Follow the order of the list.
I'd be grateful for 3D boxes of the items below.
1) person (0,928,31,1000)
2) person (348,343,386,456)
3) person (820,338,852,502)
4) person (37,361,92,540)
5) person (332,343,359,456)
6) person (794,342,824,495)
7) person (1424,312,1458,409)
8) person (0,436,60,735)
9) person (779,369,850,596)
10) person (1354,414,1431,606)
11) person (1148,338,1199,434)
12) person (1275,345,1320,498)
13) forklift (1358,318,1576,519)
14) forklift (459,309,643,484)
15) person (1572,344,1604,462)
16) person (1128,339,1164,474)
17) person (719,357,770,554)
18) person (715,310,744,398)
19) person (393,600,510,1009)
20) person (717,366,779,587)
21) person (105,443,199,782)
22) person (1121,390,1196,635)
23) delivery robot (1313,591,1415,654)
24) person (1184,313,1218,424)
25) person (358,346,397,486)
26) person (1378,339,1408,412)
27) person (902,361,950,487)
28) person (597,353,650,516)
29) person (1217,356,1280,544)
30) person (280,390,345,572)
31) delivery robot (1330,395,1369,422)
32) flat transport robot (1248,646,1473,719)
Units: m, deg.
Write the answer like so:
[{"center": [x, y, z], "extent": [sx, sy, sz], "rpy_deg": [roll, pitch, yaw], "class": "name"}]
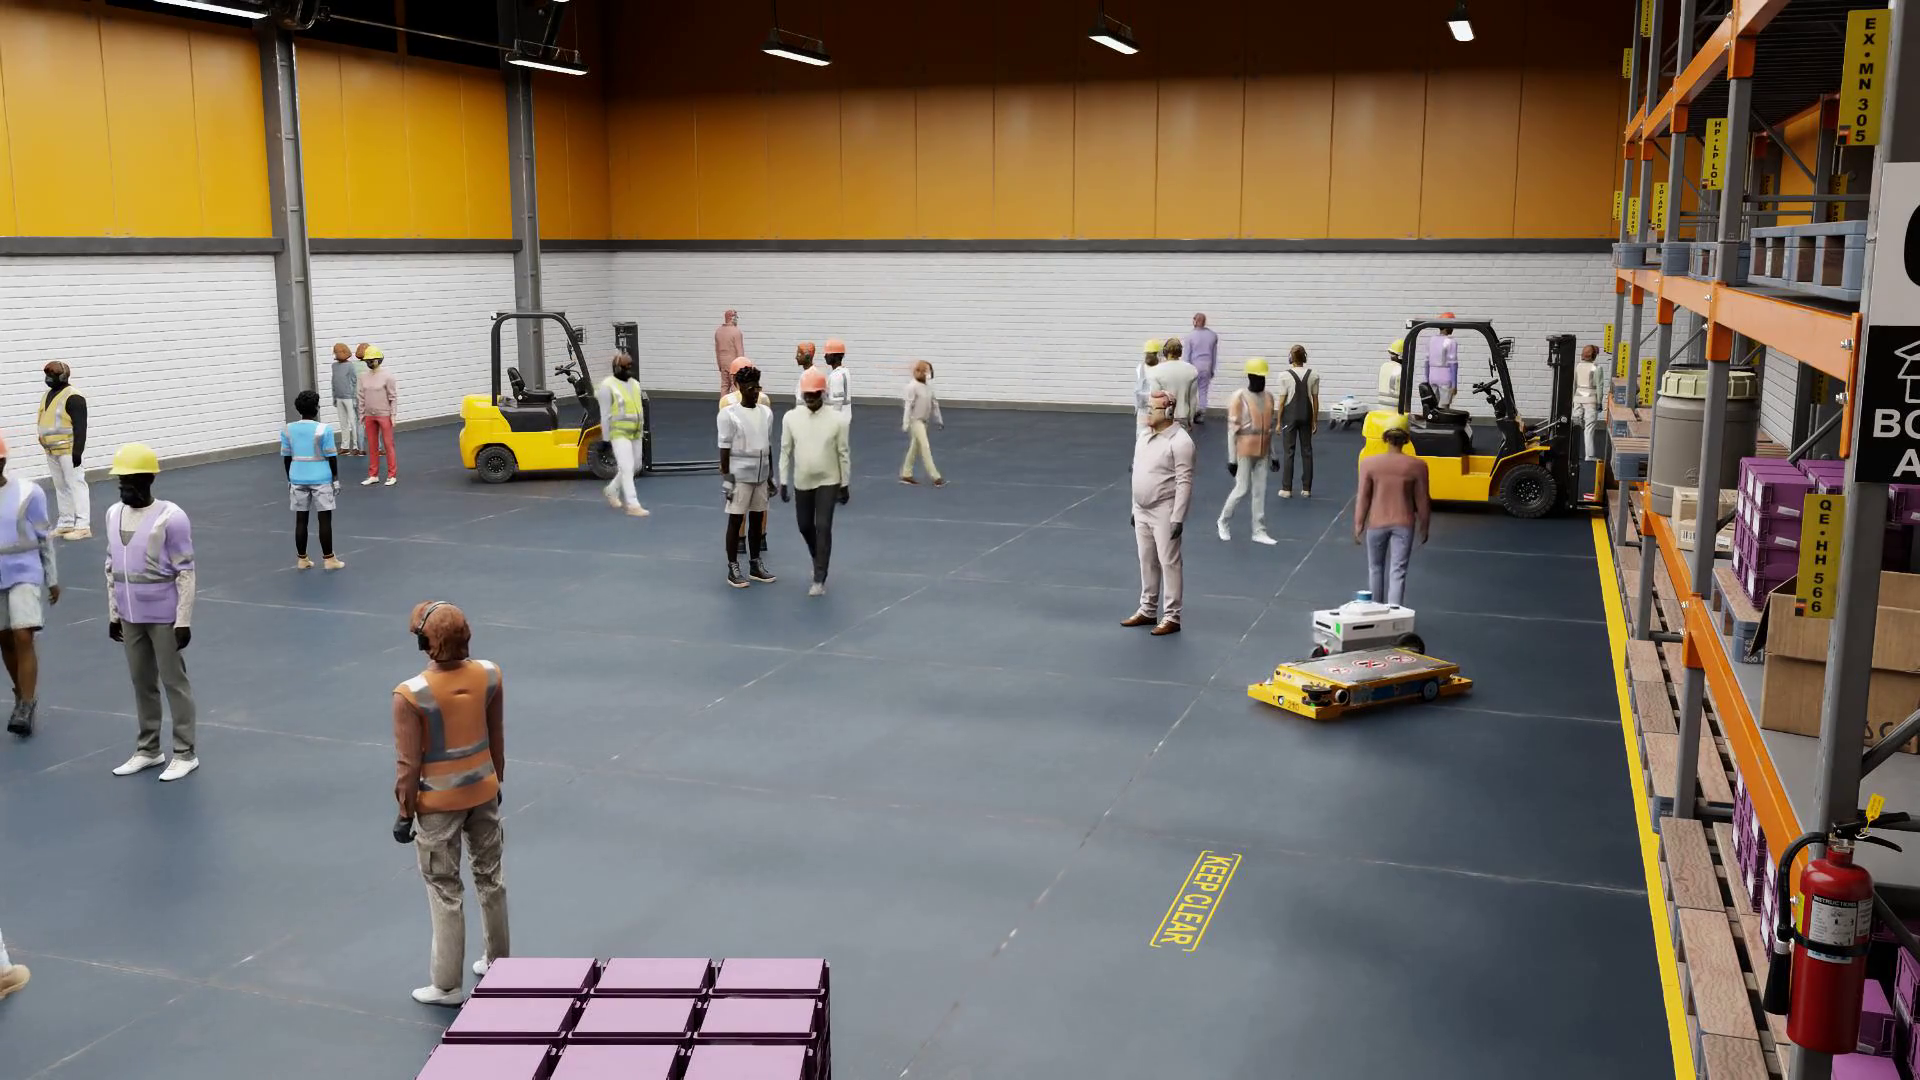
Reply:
[{"center": [-4.122, 0.959, 6.605], "extent": [0.652, 1.834, 0.428], "rpy_deg": [2, 10, 10], "class": "person"}, {"center": [-8.526, -2.016, 23.921], "extent": [0.507, 1.633, 0.277], "rpy_deg": [0, 10, 3], "class": "person"}, {"center": [-1.468, -1.413, 19.675], "extent": [0.361, 1.936, 0.545], "rpy_deg": [0, 10, 3], "class": "person"}, {"center": [-9.269, -0.925, 17.186], "extent": [0.628, 1.846, 0.429], "rpy_deg": [6, 12, 32], "class": "person"}, {"center": [-8.852, -2.020, 23.947], "extent": [0.501, 1.631, 0.287], "rpy_deg": [6, 12, 30], "class": "person"}, {"center": [-1.788, -1.410, 19.802], "extent": [0.337, 1.882, 0.585], "rpy_deg": [-3, 11, -17], "class": "person"}, {"center": [7.195, -2.372, 24.773], "extent": [0.391, 2.040, 0.615], "rpy_deg": [-5, 11, -28], "class": "person"}, {"center": [-5.962, 0.265, 10.330], "extent": [0.554, 1.891, 0.927], "rpy_deg": [-2, 10, -14], "class": "person"}, {"center": [-1.267, -0.542, 14.703], "extent": [0.627, 1.968, 0.891], "rpy_deg": [1, 10, 7], "class": "person"}, {"center": [3.378, -0.119, 12.973], "extent": [0.557, 1.721, 0.894], "rpy_deg": [3, 11, 17], "class": "person"}, {"center": [2.511, -1.426, 19.738], "extent": [0.632, 1.940, 0.372], "rpy_deg": [-4, 11, -20], "class": "person"}, {"center": [4.047, -1.418, 19.974], "extent": [0.504, 1.840, 0.345], "rpy_deg": [-1, 10, -4], "class": "person"}, {"center": [5.787, -1.437, 19.079], "extent": [2.313, 2.155, 1.214], "rpy_deg": [3, 11, 19], "class": "forklift"}, {"center": [-5.354, -1.902, 21.697], "extent": [2.313, 2.155, 1.214], "rpy_deg": [-2, 10, -13], "class": "forklift"}, {"center": [8.797, -1.918, 23.343], "extent": [0.312, 1.642, 0.512], "rpy_deg": [-6, 12, -30], "class": "person"}, {"center": [2.549, -1.767, 22.101], "extent": [0.612, 1.783, 0.919], "rpy_deg": [6, 12, 31], "class": "person"}, {"center": [-2.136, -0.836, 16.417], "extent": [0.552, 1.935, 0.370], "rpy_deg": [-7, 12, -36], "class": "person"}, {"center": [-3.976, -3.064, 29.057], "extent": [0.652, 1.905, 0.409], "rpy_deg": [9, 13, 40], "class": "person"}, {"center": [-2.025, 1.048, 6.644], "extent": [0.310, 1.642, 0.514], "rpy_deg": [7, 12, 35], "class": "person"}, {"center": [-1.887, -0.573, 14.856], "extent": [0.368, 1.967, 0.600], "rpy_deg": [9, 14, 43], "class": "person"}, {"center": [-4.608, 0.405, 9.447], "extent": [0.592, 1.930, 0.356], "rpy_deg": [4, 11, 20], "class": "person"}, {"center": [1.542, -0.220, 13.028], "extent": [0.409, 1.913, 0.642], "rpy_deg": [-6, 12, -31], "class": "person"}, {"center": [2.893, 0.608, 11.916], "extent": [0.707, 0.478, 0.477], "rpy_deg": [-4, 11, -22], "class": "delivery robot"}, {"center": [4.038, -2.894, 28.134], "extent": [0.646, 1.893, 0.437], "rpy_deg": [-3, 11, -16], "class": "person"}, {"center": [-7.353, -1.564, 20.997], "extent": [0.523, 1.769, 0.323], "rpy_deg": [3, 10, 15], "class": "person"}, {"center": [5.614, -1.673, 21.472], "extent": [0.404, 1.824, 0.586], "rpy_deg": [-3, 11, -18], "class": "person"}, {"center": [-0.420, -1.454, 20.856], "extent": [0.823, 1.578, 0.617], "rpy_deg": [6, 12, 31], "class": "person"}, {"center": [-3.804, -1.196, 18.780], "extent": [0.762, 1.823, 0.645], "rpy_deg": [6, 12, 29], "class": "person"}, {"center": [2.974, -0.913, 16.968], "extent": [0.632, 1.937, 0.550], "rpy_deg": [-7, 12, -33], "class": "person"}, {"center": [-6.016, -0.546, 15.460], "extent": [0.540, 1.696, 0.315], "rpy_deg": [1, 10, 7], "class": "person"}, {"center": [6.439, -2.155, 27.474], "extent": [0.707, 0.478, 0.477], "rpy_deg": [-9, 14, -41], "class": "delivery robot"}, {"center": [2.689, 0.935, 11.138], "extent": [1.431, 0.197, 0.652], "rpy_deg": [-6, 12, -31], "class": "flat transport robot"}]
